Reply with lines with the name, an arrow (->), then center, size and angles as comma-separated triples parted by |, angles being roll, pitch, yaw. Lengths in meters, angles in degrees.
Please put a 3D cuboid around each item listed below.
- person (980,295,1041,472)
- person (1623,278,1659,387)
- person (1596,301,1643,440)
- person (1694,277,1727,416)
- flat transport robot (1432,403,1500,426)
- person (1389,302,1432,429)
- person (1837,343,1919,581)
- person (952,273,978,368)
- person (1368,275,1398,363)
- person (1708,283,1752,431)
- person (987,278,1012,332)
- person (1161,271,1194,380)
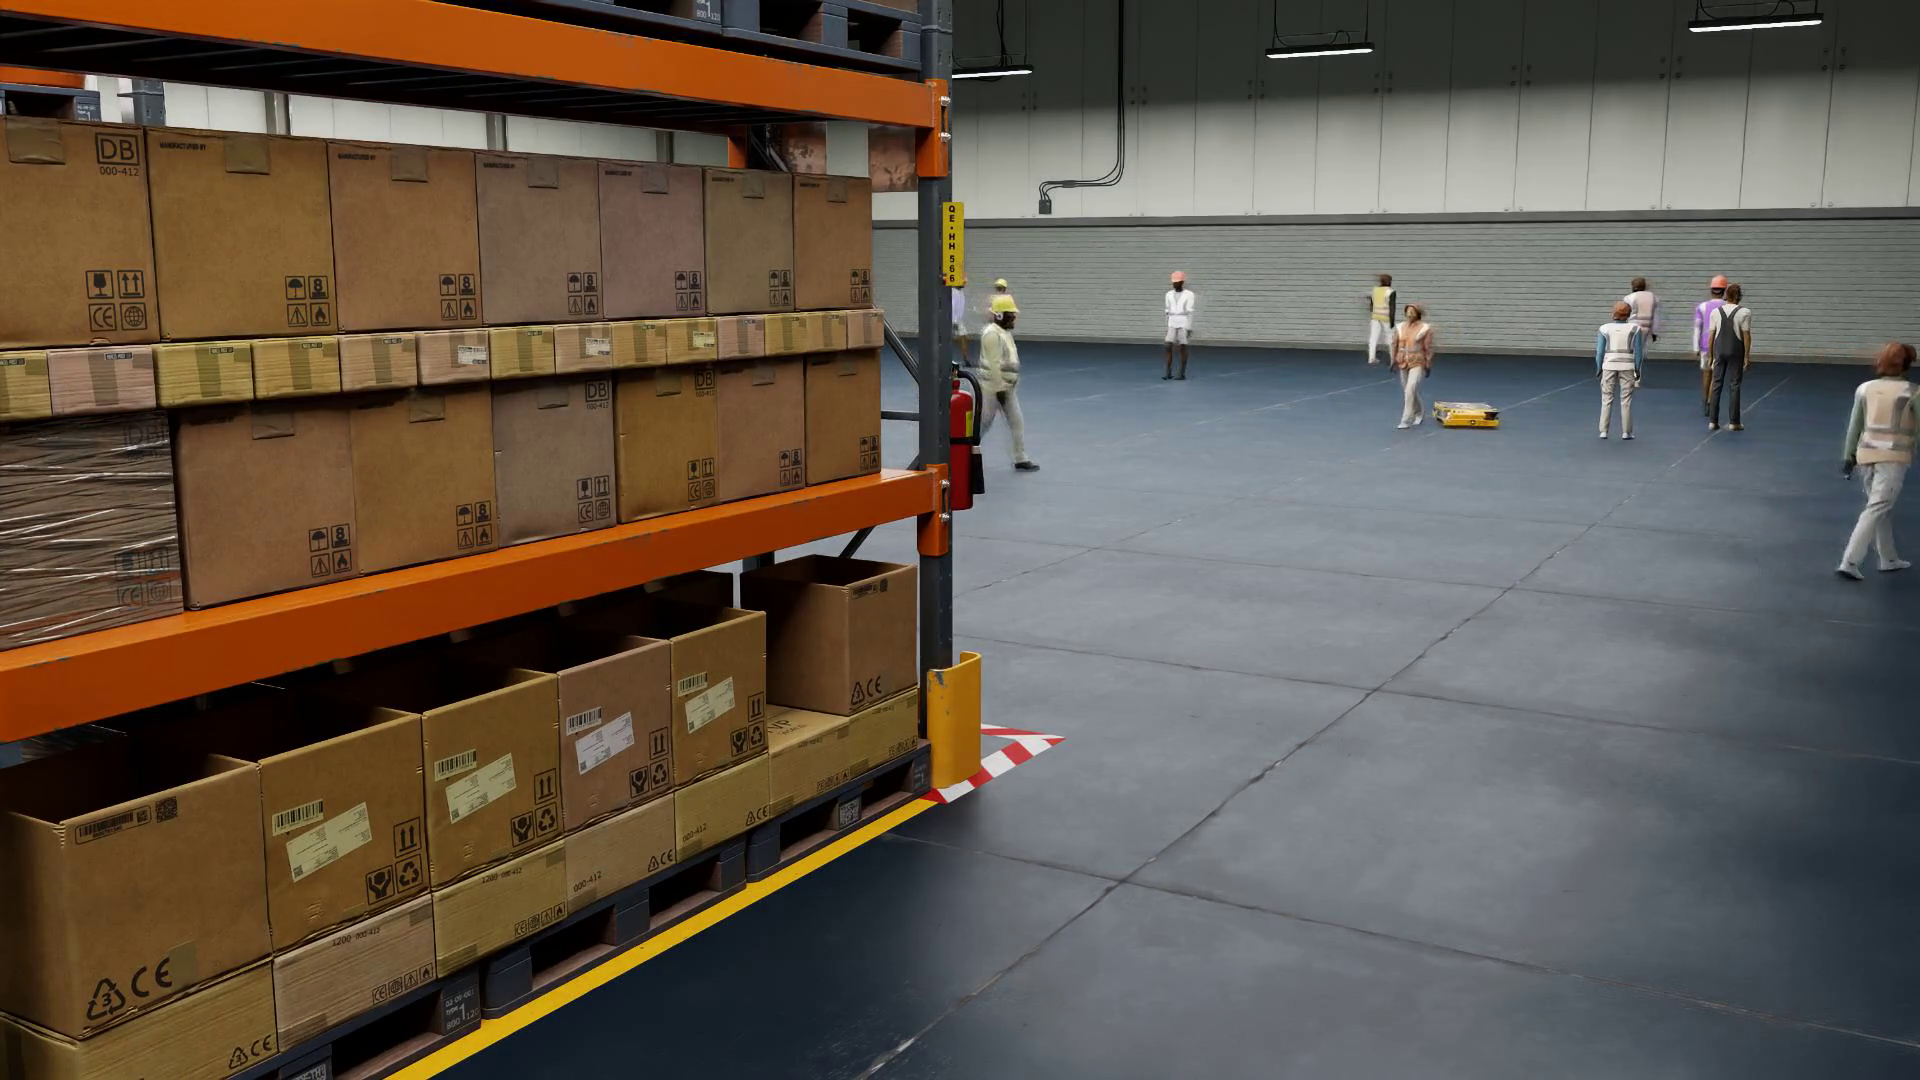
person -> 0.342, -1.580, 16.812 | 0.899, 1.798, 0.583 | 4, 10, 21
person -> 11.306, -3.495, 27.982 | 0.656, 1.807, 0.839 | -2, 10, -12
person -> 7.827, -2.010, 19.772 | 0.513, 1.642, 0.313 | 5, 11, 29
person -> 10.429, -2.666, 22.894 | 0.556, 1.887, 0.953 | 8, 13, 40
flat transport robot -> 6.577, -1.647, 21.654 | 0.652, 0.197, 1.431 | 1, 10, 9
person -> 5.774, -2.229, 21.185 | 0.518, 1.602, 0.810 | 9, 13, 43
person -> 6.233, -0.526, 11.225 | 0.846, 1.602, 0.513 | -4, 10, -22
person -> -0.125, -4.318, 32.601 | 1.007, 1.885, 0.549 | 6, 11, 30
person -> 8.684, -4.501, 33.916 | 0.944, 1.789, 0.650 | -8, 12, -38
person -> 9.621, -2.285, 20.811 | 0.505, 1.840, 0.346 | 8, 13, 41
person -> 0.739, -4.207, 32.344 | 0.529, 1.752, 0.553 | 5, 11, 29
person -> 3.795, -3.741, 29.131 | 0.546, 1.914, 0.722 | 5, 11, 28
